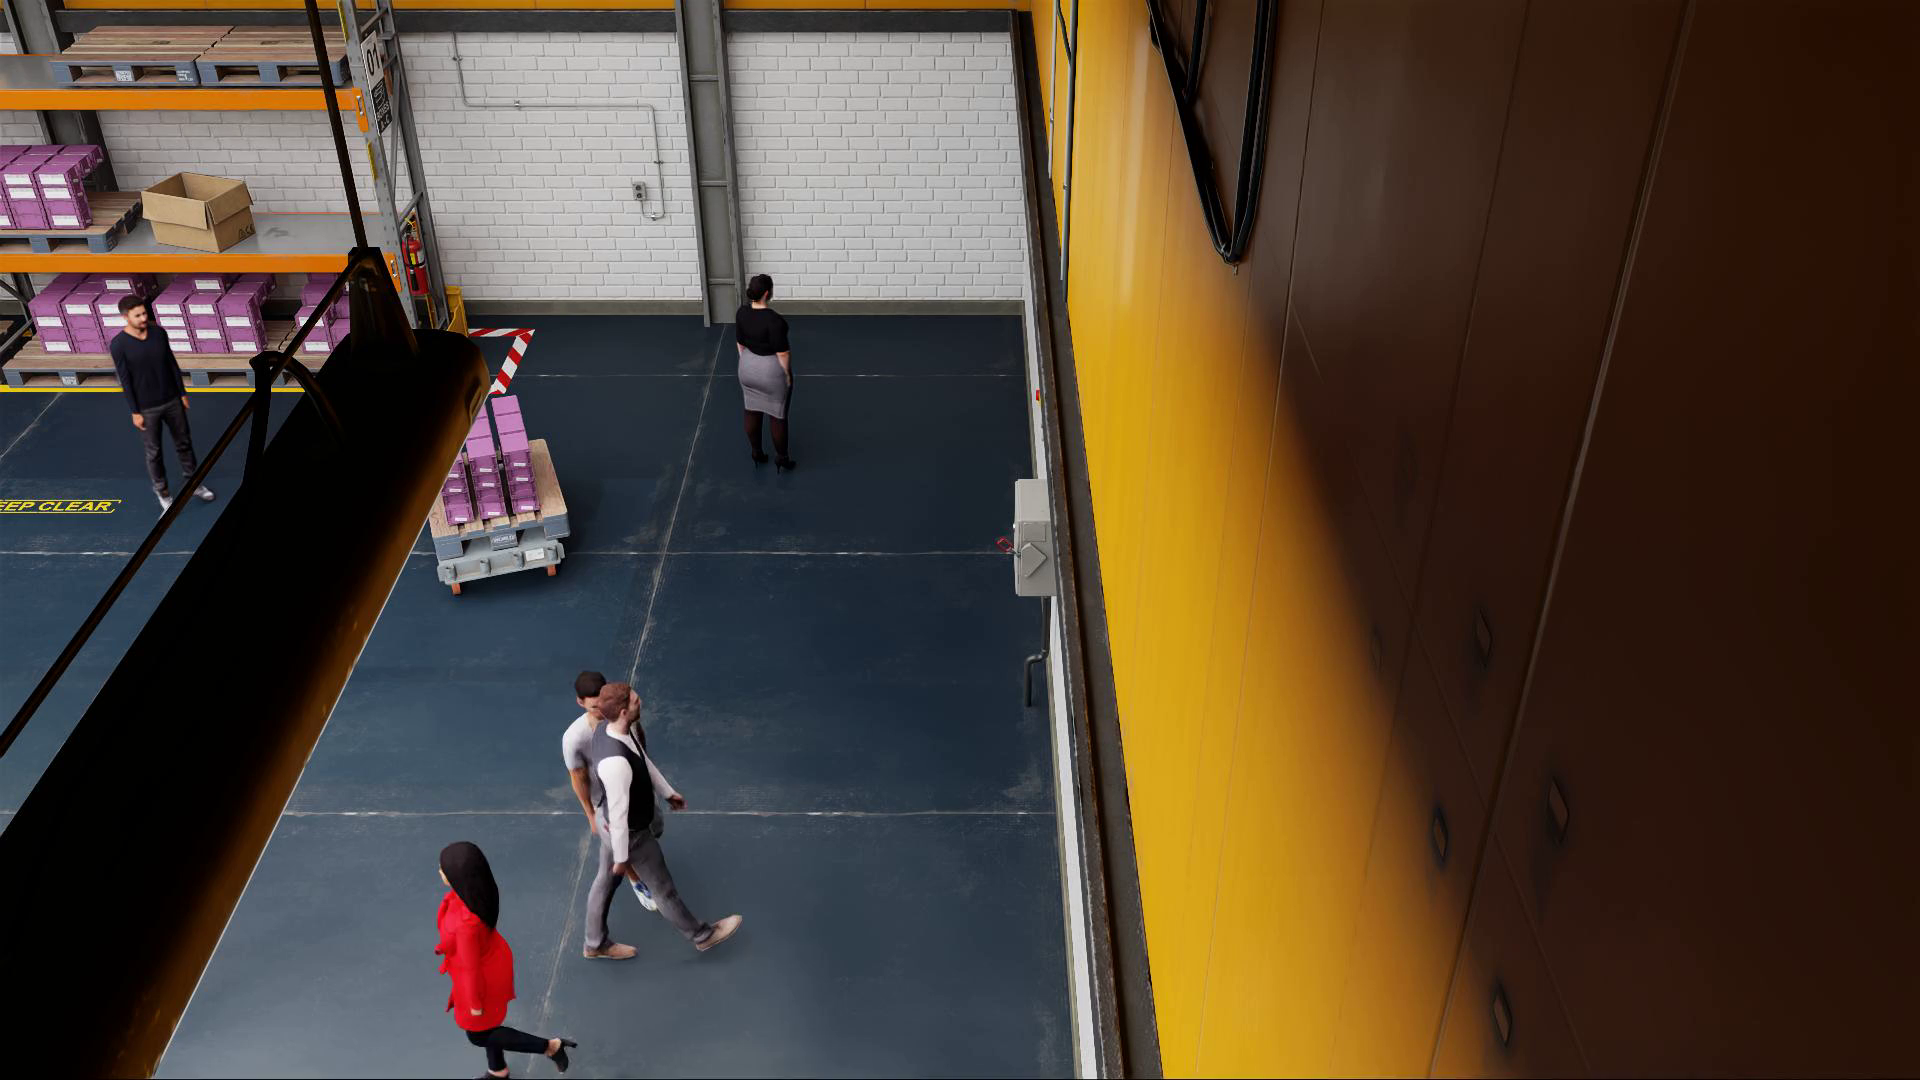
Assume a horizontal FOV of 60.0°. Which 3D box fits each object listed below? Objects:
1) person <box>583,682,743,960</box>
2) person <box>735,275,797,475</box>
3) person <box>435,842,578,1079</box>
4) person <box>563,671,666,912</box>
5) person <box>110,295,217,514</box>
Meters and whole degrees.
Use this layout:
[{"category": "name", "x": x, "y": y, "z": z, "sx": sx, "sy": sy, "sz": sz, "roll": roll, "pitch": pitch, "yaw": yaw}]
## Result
[{"category": "person", "x": -1.956, "y": 1.607, "z": 9.247, "sx": 1.231, "sy": 1.903, "sz": 0.904, "roll": -8, "pitch": 34, "yaw": -12}, {"category": "person", "x": -1.632, "y": -1.377, "z": 13.869, "sx": 0.738, "sy": 1.756, "sz": 0.832, "roll": 19, "pitch": 38, "yaw": 26}, {"category": "person", "x": -2.349, "y": 2.224, "z": 8.472, "sx": 0.848, "sy": 1.733, "sz": 0.669, "roll": -3, "pitch": 34, "yaw": -5}, {"category": "person", "x": -2.041, "y": 1.403, "z": 9.628, "sx": 0.993, "sy": 1.821, "sz": 0.933, "roll": 22, "pitch": 39, "yaw": 29}, {"category": "person", "x": -6.461, "y": -1.110, "z": 13.369, "sx": 0.760, "sy": 1.864, "sz": 0.720, "roll": 25, "pitch": 41, "yaw": 32}]
